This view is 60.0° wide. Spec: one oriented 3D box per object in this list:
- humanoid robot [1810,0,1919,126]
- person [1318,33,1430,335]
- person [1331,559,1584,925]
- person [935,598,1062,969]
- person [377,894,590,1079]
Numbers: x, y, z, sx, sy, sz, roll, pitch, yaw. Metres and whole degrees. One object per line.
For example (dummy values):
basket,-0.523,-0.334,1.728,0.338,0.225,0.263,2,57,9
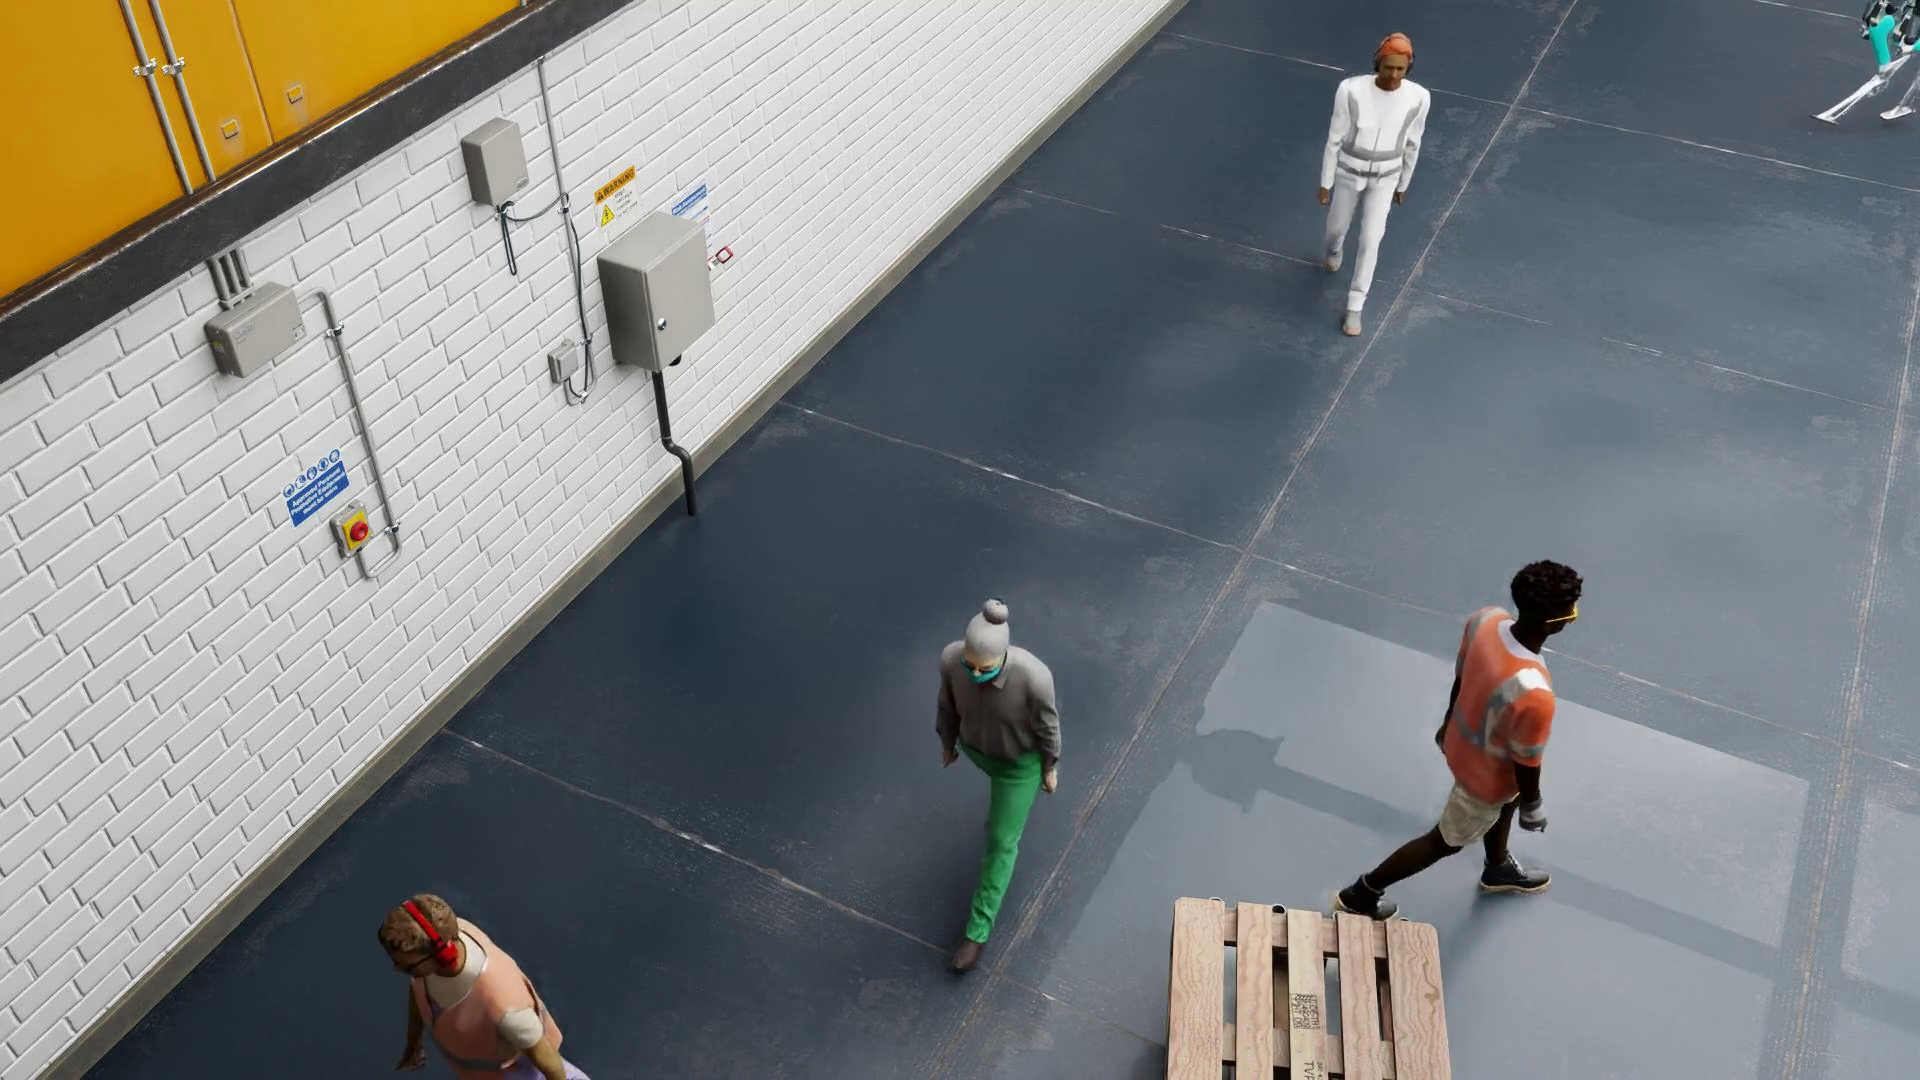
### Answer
humanoid robot,6.934,-3.782,12.128,1.046,1.747,0.552,-10,42,-12
person,2.509,-2.260,10.245,0.575,1.857,0.823,7,41,8
person,2.048,0.845,6.592,0.974,1.928,0.594,0,41,0
person,0.141,0.840,6.737,0.537,1.760,1.100,19,44,20
person,-1.635,1.780,5.609,1.032,1.772,0.577,-32,50,-32
